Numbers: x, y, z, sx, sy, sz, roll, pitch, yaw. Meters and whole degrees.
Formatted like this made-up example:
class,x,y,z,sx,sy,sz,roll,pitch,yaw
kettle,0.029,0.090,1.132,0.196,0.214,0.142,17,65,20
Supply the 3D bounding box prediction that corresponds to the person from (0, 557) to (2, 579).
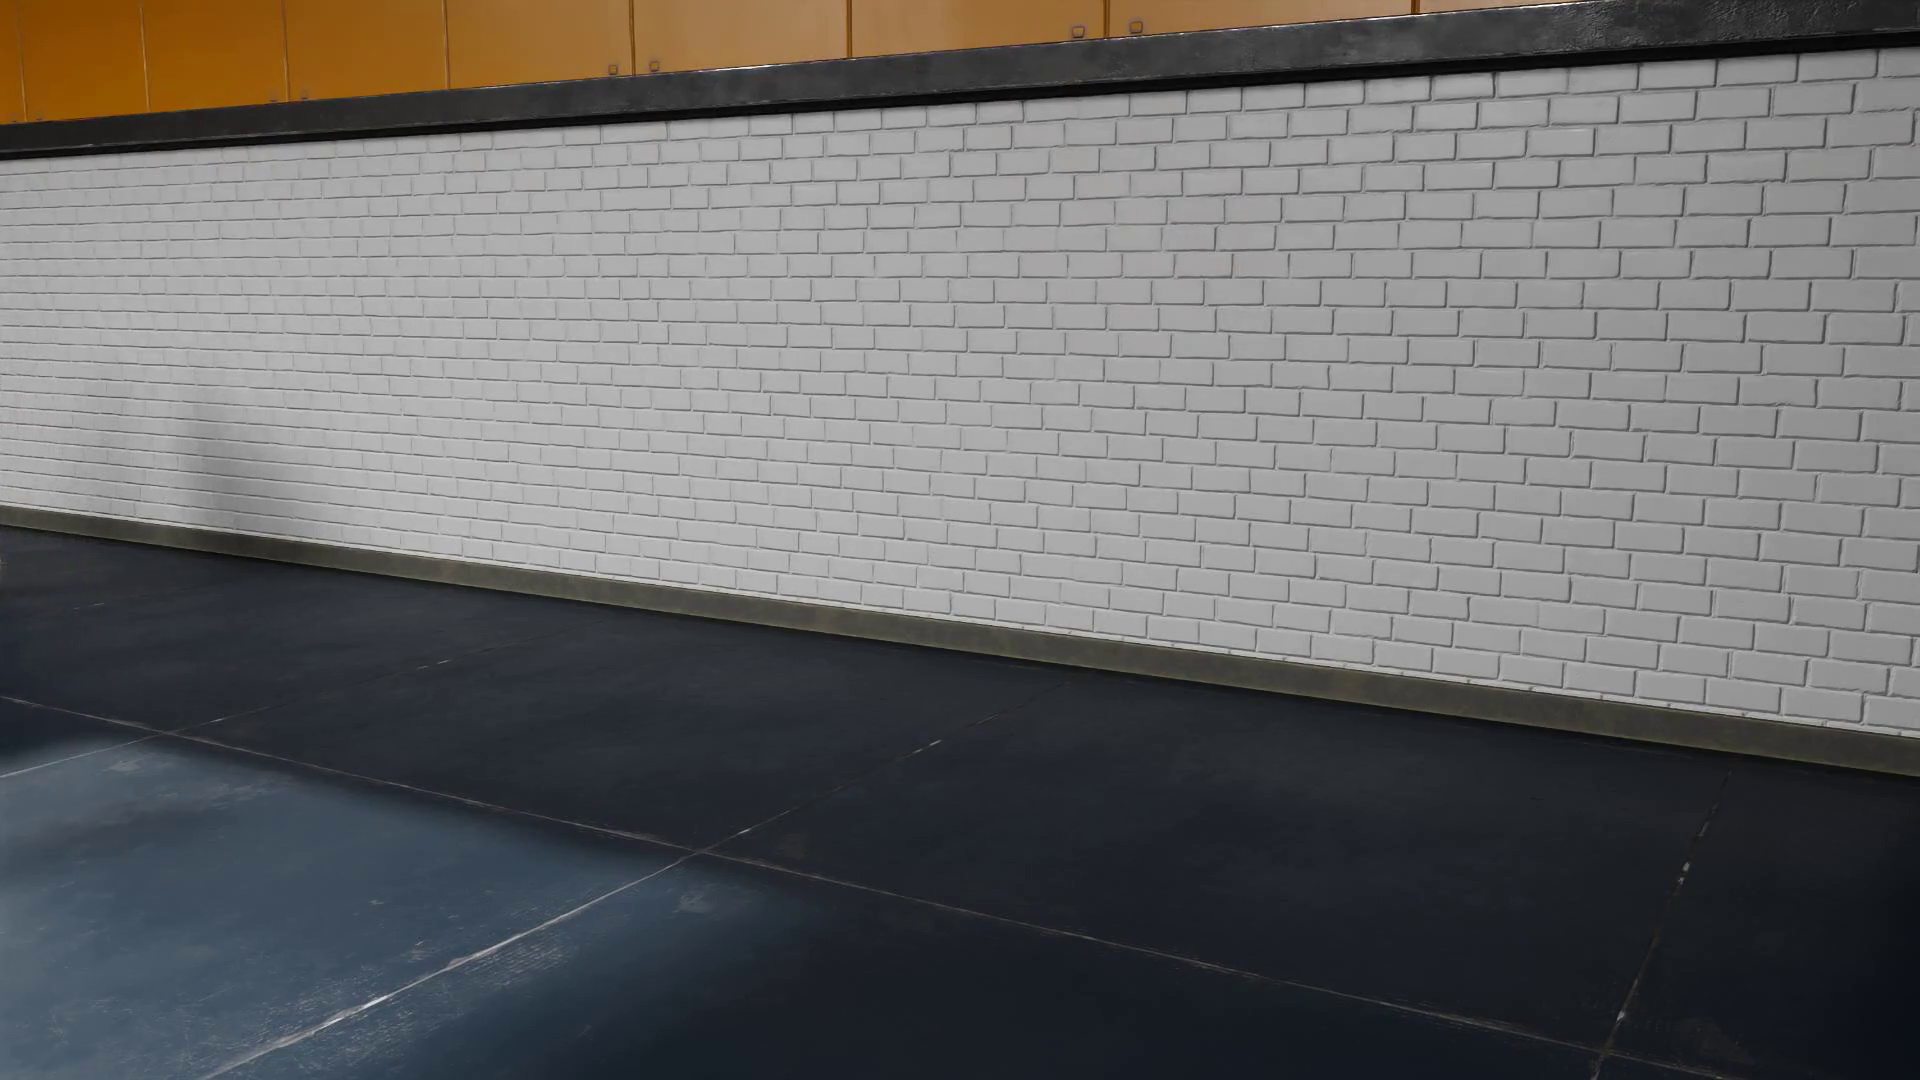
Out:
class,x,y,z,sx,sy,sz,roll,pitch,yaw
person,-6.320,-0.431,10.307,0.598,1.613,0.518,3,10,17
